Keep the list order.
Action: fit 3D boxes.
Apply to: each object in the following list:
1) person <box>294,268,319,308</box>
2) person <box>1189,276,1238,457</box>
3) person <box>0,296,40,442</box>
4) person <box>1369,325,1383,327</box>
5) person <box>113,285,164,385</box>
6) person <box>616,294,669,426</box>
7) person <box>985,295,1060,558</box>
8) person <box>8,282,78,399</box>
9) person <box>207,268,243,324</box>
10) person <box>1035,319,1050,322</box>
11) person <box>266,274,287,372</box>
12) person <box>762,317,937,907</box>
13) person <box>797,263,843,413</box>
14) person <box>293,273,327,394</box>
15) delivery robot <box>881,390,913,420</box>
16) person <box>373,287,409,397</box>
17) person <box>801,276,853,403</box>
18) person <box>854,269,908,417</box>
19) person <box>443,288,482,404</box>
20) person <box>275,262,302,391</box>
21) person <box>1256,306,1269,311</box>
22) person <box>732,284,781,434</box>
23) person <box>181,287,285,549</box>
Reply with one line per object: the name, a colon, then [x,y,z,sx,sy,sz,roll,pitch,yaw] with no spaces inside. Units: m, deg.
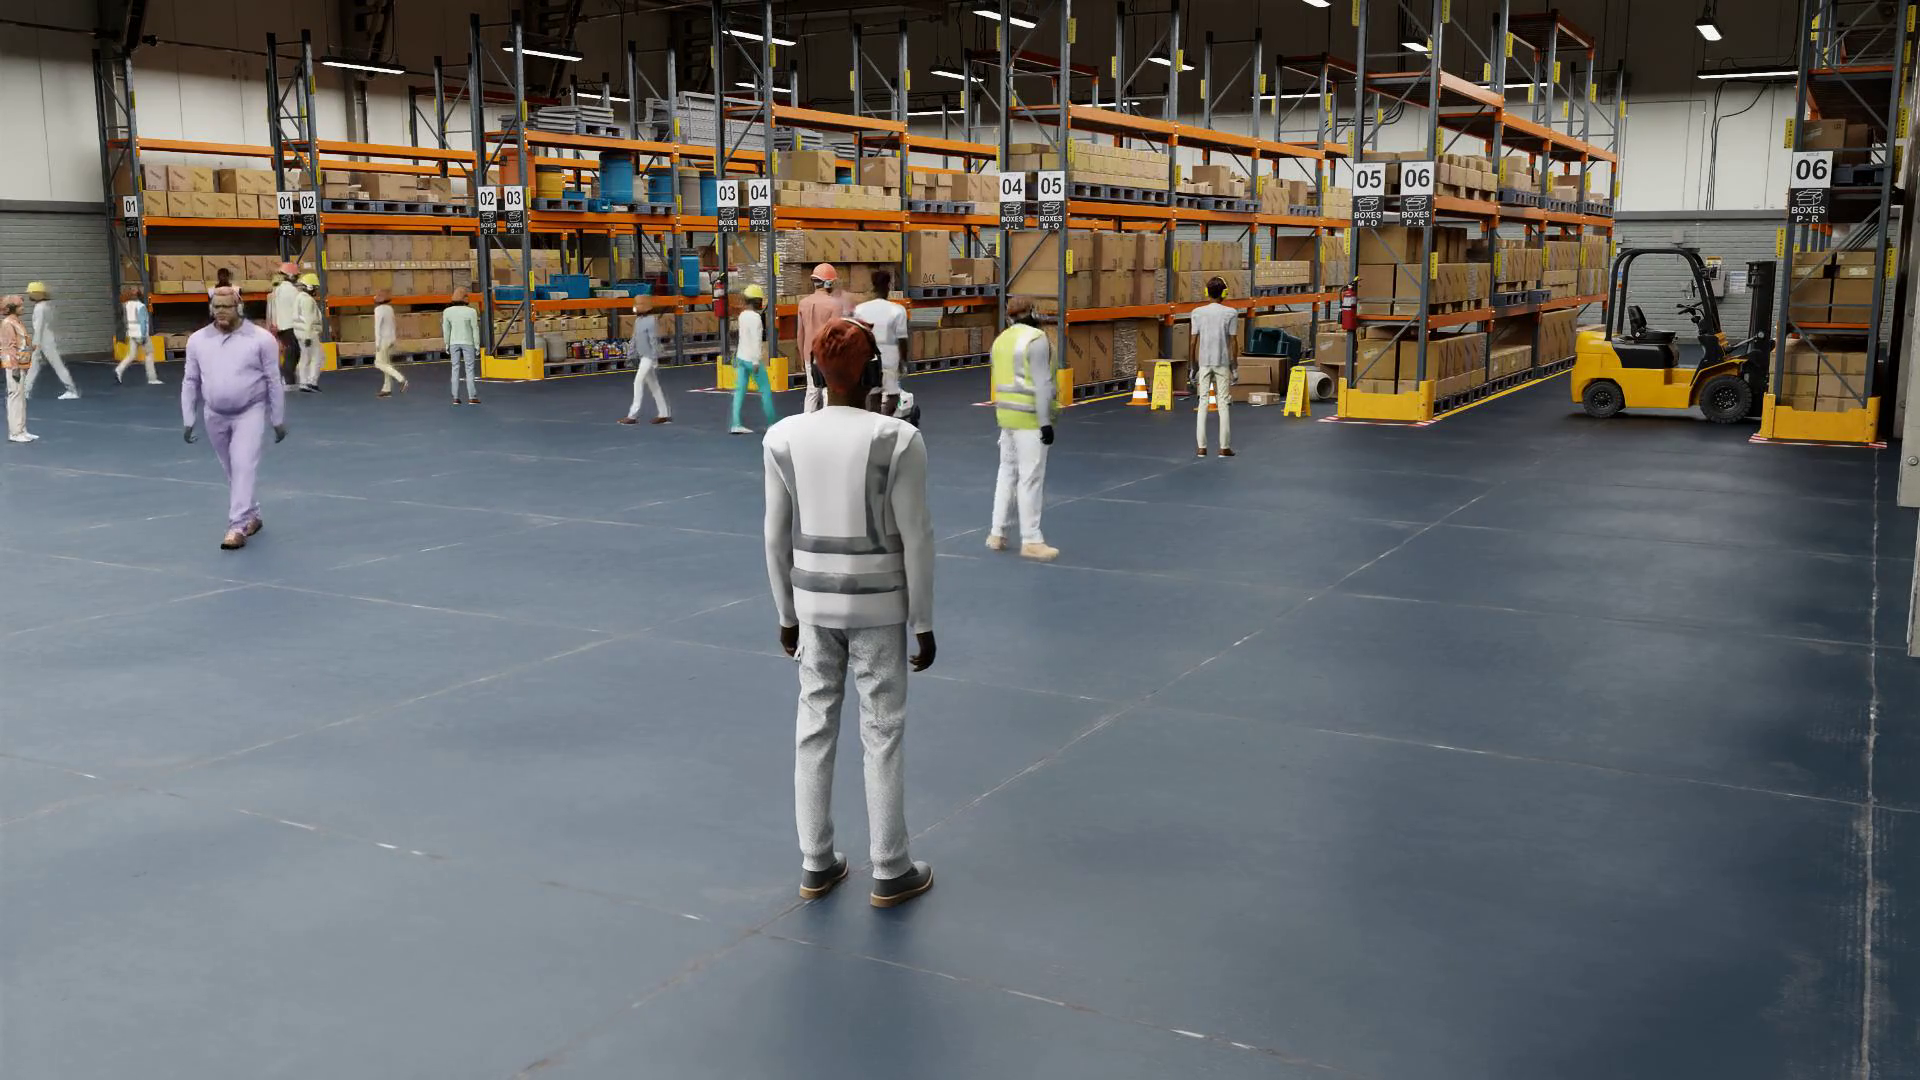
person: [-13.143,-4.554,33.427,0.501,1.857,0.486,0,10,1]
person: [2.623,-1.786,17.197,0.513,1.872,0.331,3,10,20]
person: [-10.592,-1.913,18.674,0.315,1.637,0.559,-4,11,-23]
person: [9.179,-5.093,36.599,0.509,1.860,0.333,3,10,15]
person: [-13.246,-3.282,26.693,0.521,1.614,0.696,6,11,31]
person: [-3.930,-2.195,20.379,0.794,1.603,0.515,-5,11,-26]
person: [0.461,-0.789,11.581,0.432,1.806,0.703,-5,11,-27]
person: [-13.314,-2.880,24.090,0.895,1.688,0.504,-5,11,-28]
person: [-12.897,-3.850,29.296,0.603,1.889,0.890,-2,10,-12]
person: [1.465,-4.262,31.633,0.635,1.905,0.989,6,11,32]
person: [-12.098,-3.860,29.685,0.512,1.752,0.542,6,11,31]
person: [-0.341,0.236,5.316,0.575,1.885,0.355,4,10,20]
person: [-1.464,-1.964,17.869,0.617,1.993,0.396,7,12,37]
person: [-9.781,-3.098,25.039,0.476,1.808,0.618,-6,12,-33]
delivery robot: [-0.788,-1.633,19.871,0.477,0.478,0.707,2,10,11]
person: [-8.416,-2.905,24.463,0.501,1.619,0.518,1,10,5]
person: [-1.796,-2.759,22.921,0.638,1.855,0.959,5,11,29]
person: [-0.852,-1.898,17.656,0.612,1.940,0.567,3,10,16]
person: [-6.978,-2.716,23.331,0.507,1.631,0.272,1,10,5]
person: [-10.296,-3.282,25.647,0.472,1.978,0.638,-8,13,-39]
person: [7.662,-5.930,41.329,0.776,1.908,0.656,7,12,34]
person: [-2.333,-2.106,19.438,0.824,1.729,0.552,-6,11,-32]
person: [-5.268,-0.898,12.045,0.662,1.858,0.989,0,10,-2]
